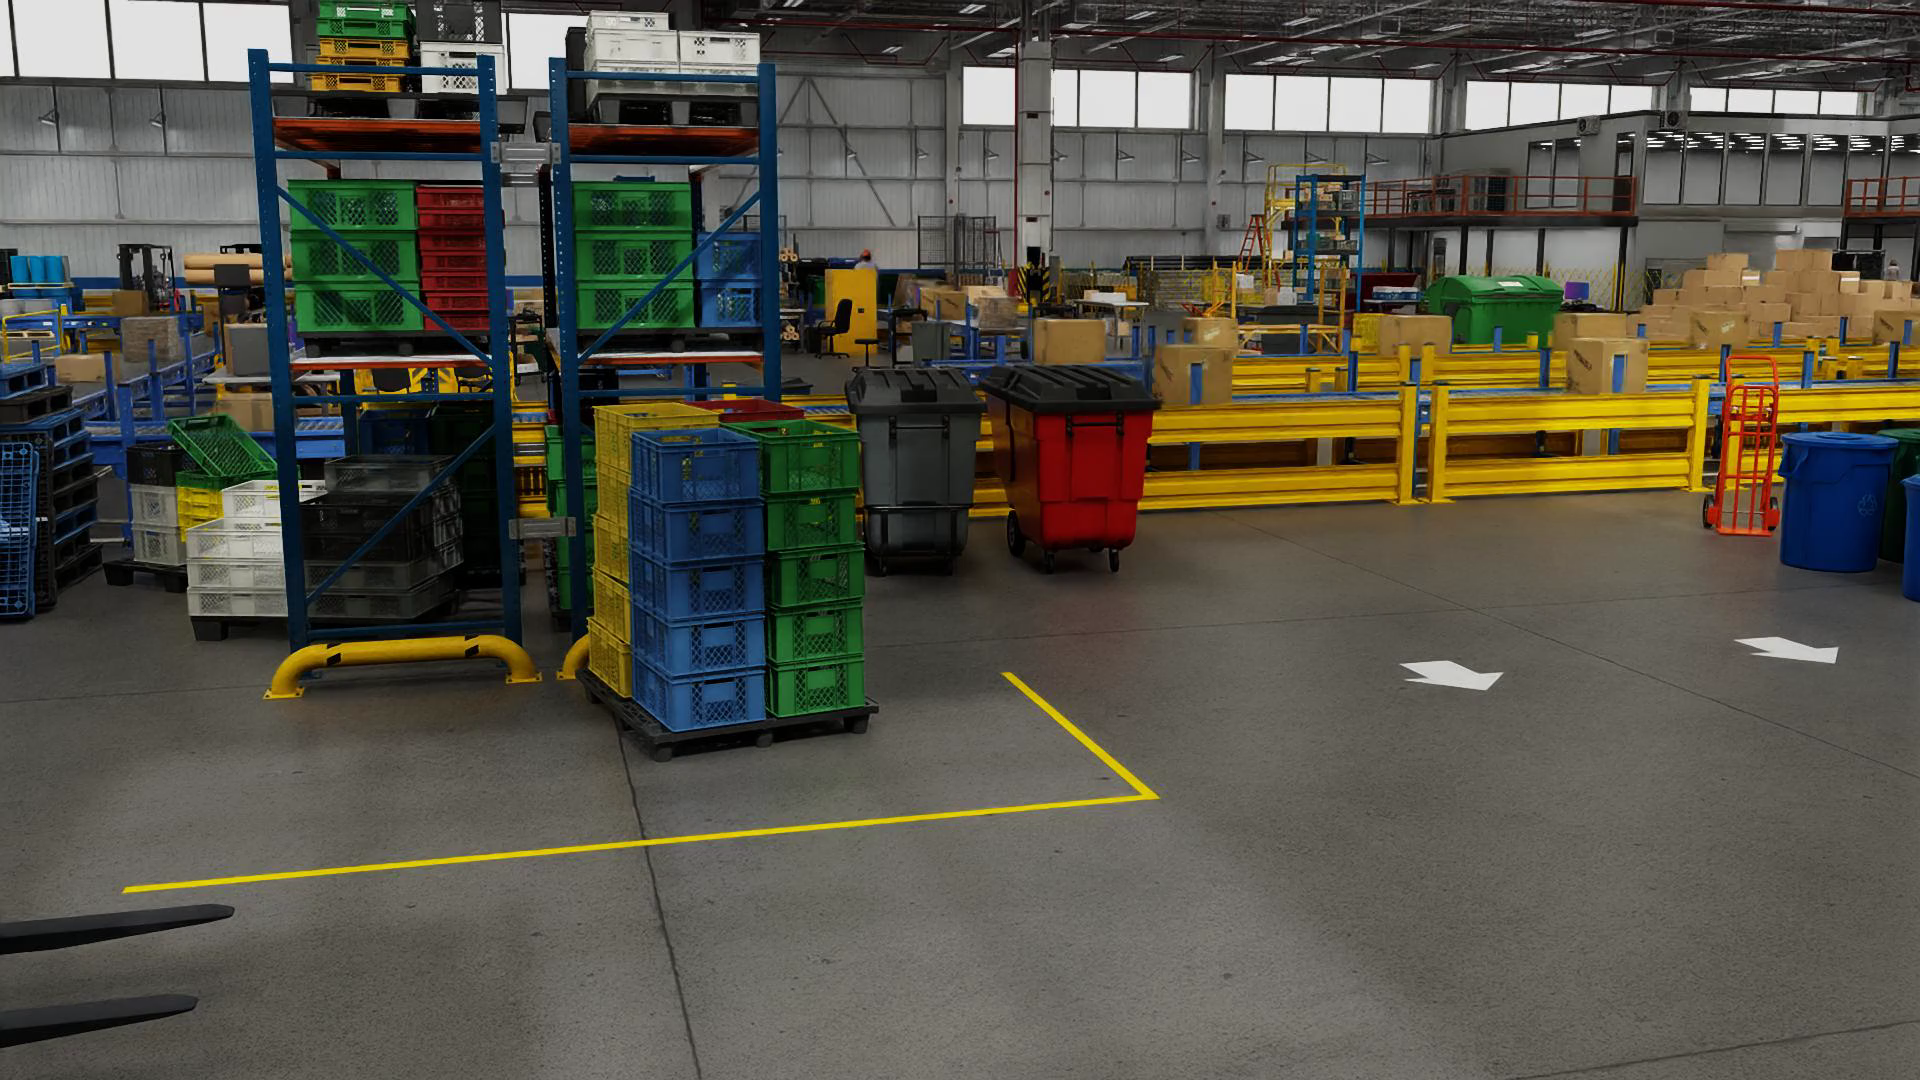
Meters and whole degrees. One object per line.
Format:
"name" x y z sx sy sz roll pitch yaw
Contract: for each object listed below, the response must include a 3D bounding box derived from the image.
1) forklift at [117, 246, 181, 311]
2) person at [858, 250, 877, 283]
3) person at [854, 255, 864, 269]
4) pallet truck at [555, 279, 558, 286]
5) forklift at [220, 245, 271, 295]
"forklift" -19.966 -6.232 40.894 1.157 1.987 2.680 -3 10 -15
"person" -2.686 -7.192 47.105 0.637 2.018 0.824 -6 12 -31
"person" -2.905 -7.795 50.837 0.642 1.913 0.409 5 11 25
"pallet truck" -10.604 -6.375 44.520 0.653 1.274 1.630 -3 10 -15
"forklift" -17.749 -6.334 41.440 1.157 1.987 2.680 -3 10 -17
